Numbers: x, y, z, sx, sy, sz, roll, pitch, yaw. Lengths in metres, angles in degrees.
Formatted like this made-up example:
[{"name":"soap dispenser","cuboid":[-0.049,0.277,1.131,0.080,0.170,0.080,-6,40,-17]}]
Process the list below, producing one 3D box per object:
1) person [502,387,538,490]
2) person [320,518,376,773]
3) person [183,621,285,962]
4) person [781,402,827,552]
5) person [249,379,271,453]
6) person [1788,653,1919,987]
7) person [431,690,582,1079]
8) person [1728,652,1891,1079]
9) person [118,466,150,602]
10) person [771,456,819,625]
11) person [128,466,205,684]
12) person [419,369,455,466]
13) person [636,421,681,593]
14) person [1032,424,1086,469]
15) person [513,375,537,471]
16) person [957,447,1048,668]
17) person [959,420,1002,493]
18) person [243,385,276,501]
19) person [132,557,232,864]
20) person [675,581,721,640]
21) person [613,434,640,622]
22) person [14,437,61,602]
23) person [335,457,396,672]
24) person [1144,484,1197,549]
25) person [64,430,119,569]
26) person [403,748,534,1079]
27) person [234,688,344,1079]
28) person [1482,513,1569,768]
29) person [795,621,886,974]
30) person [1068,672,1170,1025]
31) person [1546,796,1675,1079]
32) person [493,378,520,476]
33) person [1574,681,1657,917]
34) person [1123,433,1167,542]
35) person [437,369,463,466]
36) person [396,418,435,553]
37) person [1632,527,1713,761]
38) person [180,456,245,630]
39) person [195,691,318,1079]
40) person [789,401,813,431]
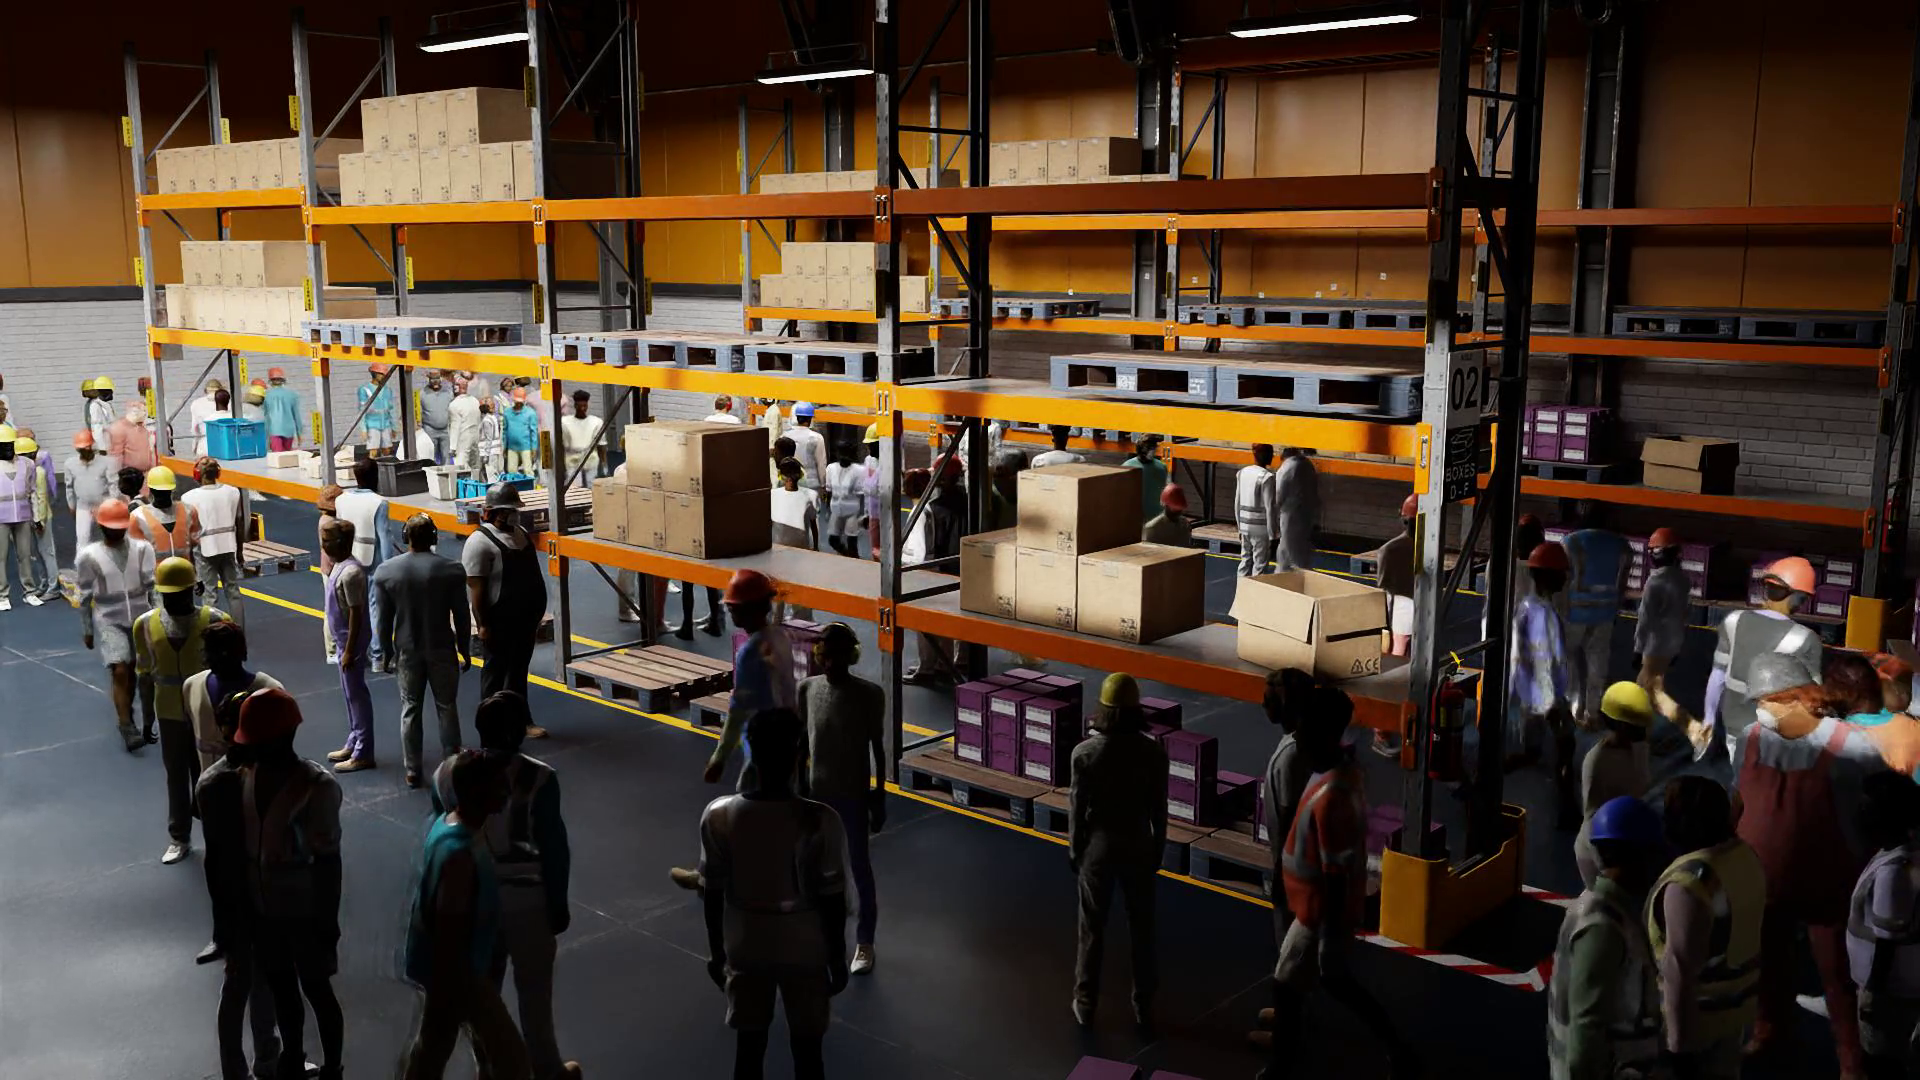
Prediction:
[{"name":"person","cuboid":[-6.445,-1.376,24.339,0.580,1.735,0.355,3,10,15]},{"name":"person","cuboid":[-4.425,0.749,12.007,0.345,1.846,0.508,-5,11,-27]},{"name":"person","cuboid":[-3.792,1.318,8.788,0.564,1.846,0.393,2,10,9]},{"name":"person","cuboid":[-1.834,-0.664,19.715,0.603,1.946,0.389,5,11,24]},{"name":"person","cuboid":[-10.779,-1.622,25.699,0.563,1.742,0.339,3,10,15]},{"name":"person","cuboid":[4.412,1.433,8.172,0.576,1.842,0.996,-3,11,-19]},{"name":"person","cuboid":[-1.999,1.569,7.381,0.624,1.845,0.430,3,11,18]},{"name":"person","cuboid":[3.784,1.473,7.364,0.537,2.000,0.861,-8,13,-37]},{"name":"person","cuboid":[-7.834,0.133,15.938,0.325,1.687,0.531,-3,11,-19]},{"name":"person","cuboid":[-1.546,0.146,15.350,0.535,1.868,0.309,-2,10,-10]},{"name":"person","cuboid":[-6.792,0.314,14.281,0.581,1.919,0.397,-10,14,-44]},{"name":"person","cuboid":[-7.985,-1.653,25.416,0.655,1.906,0.407,-7,12,-35]},{"name":"person","cuboid":[-3.281,-0.337,17.977,0.407,1.905,0.655,10,14,44]},{"name":"person","cuboid":[1.055,-0.291,17.544,0.605,1.966,0.367,2,10,9]},{"name":"person","cuboid":[-7.357,-2.035,28.080,0.491,1.731,0.324,5,11,25]},{"name":"person","cuboid":[0.373,0.104,15.102,0.682,2.000,0.988,-10,14,-43]},{"name":"person","cuboid":[0.250,-0.962,21.718,0.595,1.831,0.403,5,11,25]},{"name":"person","cuboid":[-10.432,-1.439,24.724,0.554,1.715,0.521,3,10,16]},{"name":"person","cuboid":[-4.722,1.040,10.174,0.583,1.918,0.400,-2,10,-9]},{"name":"person","cuboid":[-2.569,-0.005,16.056,0.545,1.928,0.401,-7,12,-34]},{"name":"person","cuboid":[-3.309,-0.143,16.819,0.388,1.926,0.590,0,10,1]},{"name":"person","cuboid":[-9.875,-0.222,17.741,0.525,1.760,0.340,9,14,43]},{"name":"person","cuboid":[-5.280,0.220,14.794,0.597,1.916,0.371,5,11,25]},{"name":"person","cuboid":[1.901,0.345,14.689,0.673,1.709,0.677,8,13,38]},{"name":"person","cuboid":[-9.781,-0.381,18.751,0.581,1.717,0.752,-3,10,-15]},{"name":"person","cuboid":[-1.917,1.713,6.689,0.918,1.791,0.566,-4,11,-20]},{"name":"person","cuboid":[-2.902,1.565,7.167,0.544,1.929,0.388,5,11,24]},{"name":"person","cuboid":[4.080,0.730,12.052,0.582,1.876,0.377,3,11,18]},{"name":"person","cuboid":[-0.628,1.331,8.682,0.512,1.863,0.326,3,10,16]},{"name":"person","cuboid":[0.768,1.497,8.103,0.487,1.735,0.336,0,10,-3]},{"name":"person","cuboid":[2.187,1.840,5.736,0.415,1.882,0.712,6,11,29]},{"name":"person","cuboid":[-7.405,-1.838,27.222,0.308,1.639,0.511,8,13,38]},{"name":"person","cuboid":[3.152,1.512,7.969,0.542,1.746,0.360,-8,13,-38]},{"name":"person","cuboid":[1.839,-0.131,16.736,0.659,1.934,0.379,-7,12,-33]},{"name":"person","cuboid":[-8.060,-1.892,26.387,0.638,2.000,0.698,3,11,19]},{"name":"person","cuboid":[-6.362,-0.585,19.377,0.406,1.910,0.639,-8,13,-38]},{"name":"person","cuboid":[5.218,0.775,12.240,0.711,1.720,0.572,10,14,43]},{"name":"person","cuboid":[-6.913,0.140,15.449,0.372,1.843,0.570,7,12,36]},{"name":"person","cuboid":[-3.130,1.567,7.346,0.328,1.862,0.510,2,10,10]},{"name":"person","cuboid":[-2.292,-1.357,23.733,0.402,1.916,0.585,2,10,11]}]
